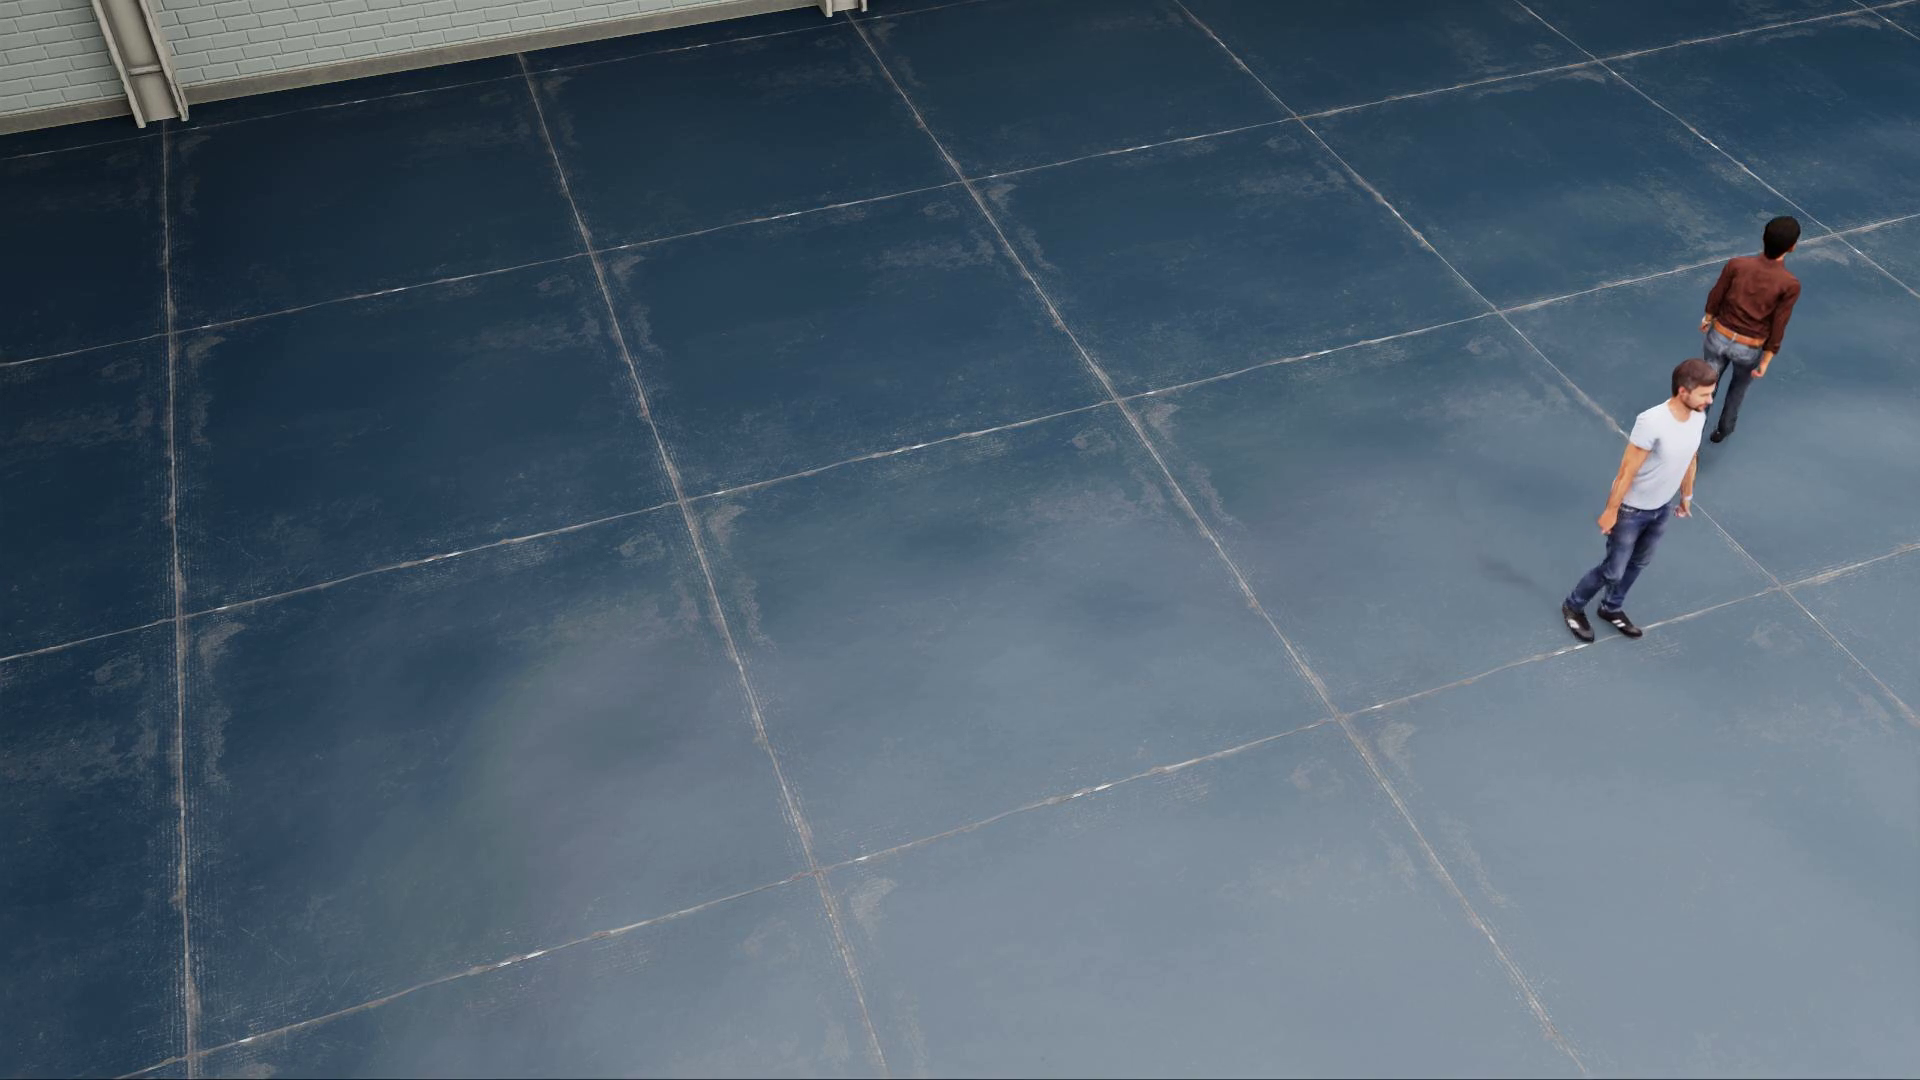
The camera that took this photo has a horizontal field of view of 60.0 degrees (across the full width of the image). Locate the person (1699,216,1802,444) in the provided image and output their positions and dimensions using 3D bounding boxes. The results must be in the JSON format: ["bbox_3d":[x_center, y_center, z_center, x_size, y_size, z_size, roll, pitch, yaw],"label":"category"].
[{"bbox_3d":[4.695,-1.141,10.148,0.928,1.758,1.024,24,48,24],"label":"person"}]

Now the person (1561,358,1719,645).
[{"bbox_3d":[3.693,-0.243,9.111,0.613,1.861,0.804,-21,47,-21],"label":"person"}]
